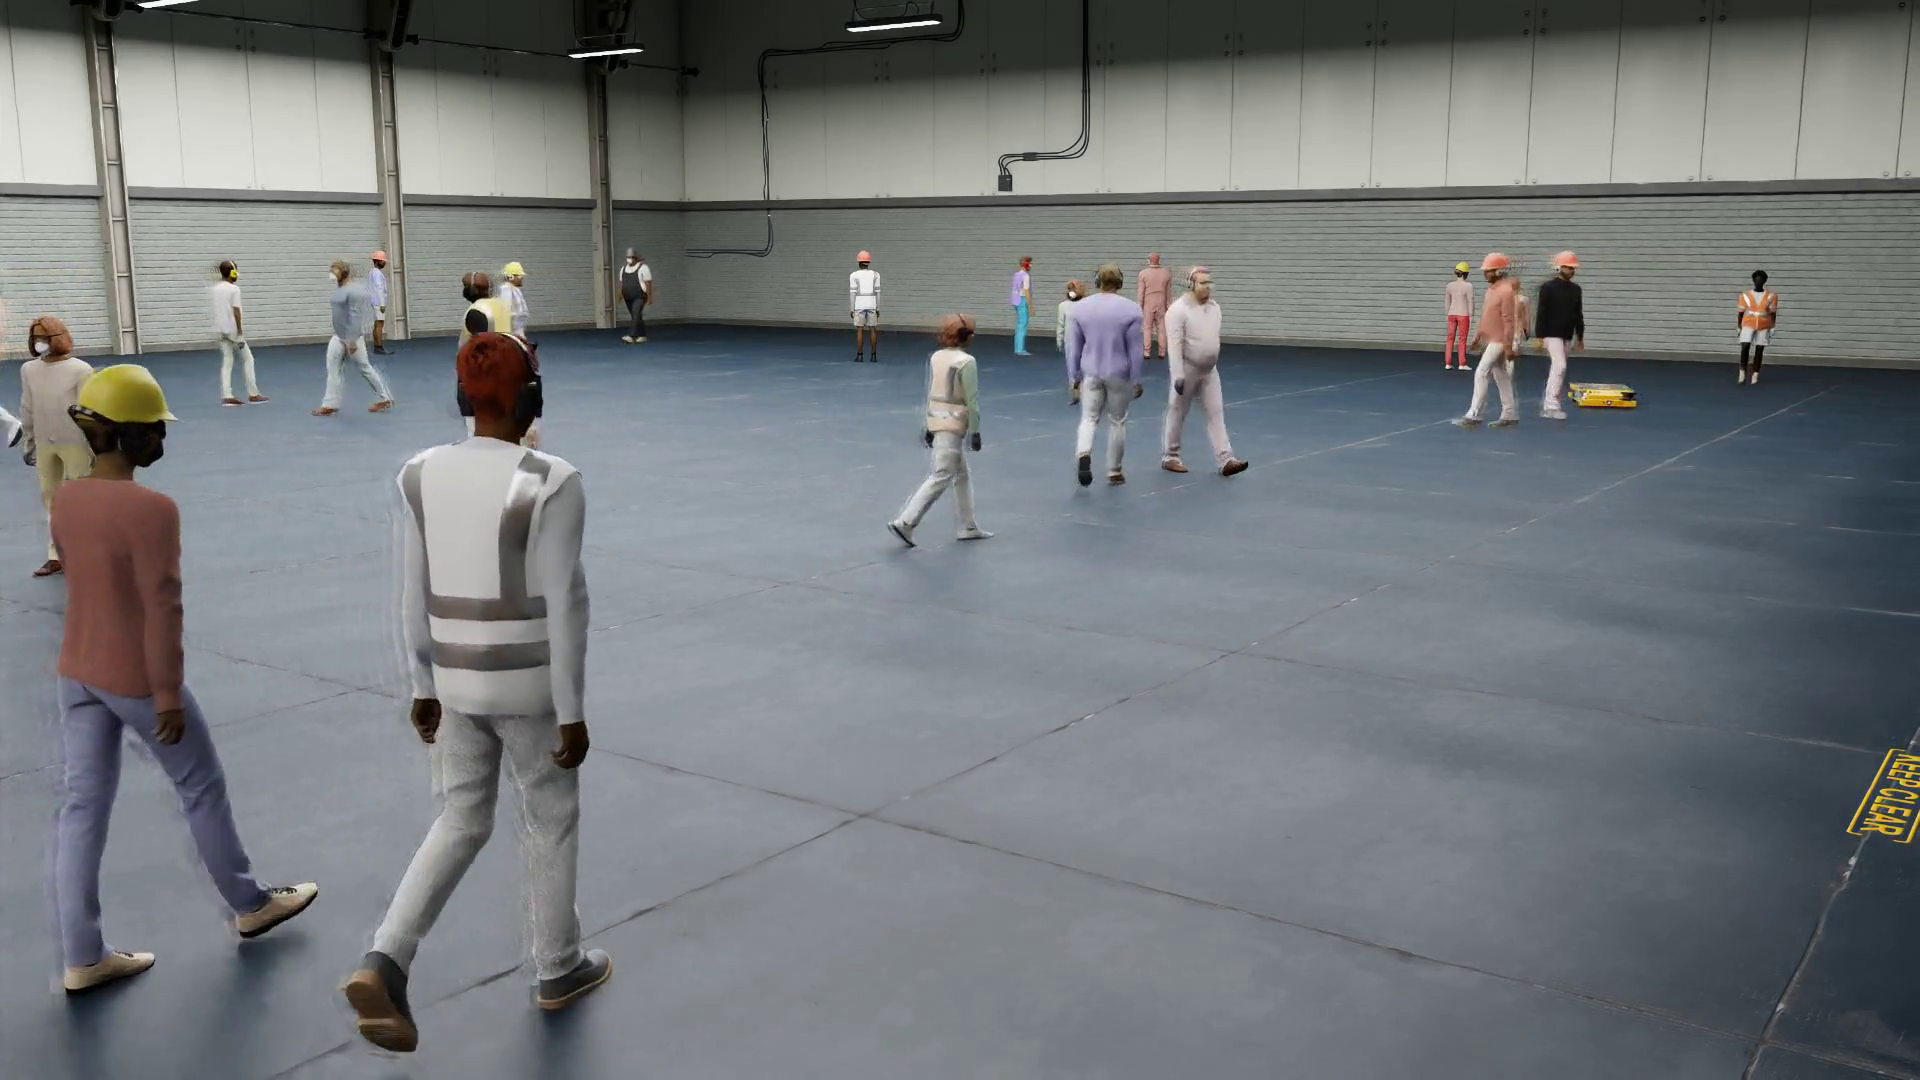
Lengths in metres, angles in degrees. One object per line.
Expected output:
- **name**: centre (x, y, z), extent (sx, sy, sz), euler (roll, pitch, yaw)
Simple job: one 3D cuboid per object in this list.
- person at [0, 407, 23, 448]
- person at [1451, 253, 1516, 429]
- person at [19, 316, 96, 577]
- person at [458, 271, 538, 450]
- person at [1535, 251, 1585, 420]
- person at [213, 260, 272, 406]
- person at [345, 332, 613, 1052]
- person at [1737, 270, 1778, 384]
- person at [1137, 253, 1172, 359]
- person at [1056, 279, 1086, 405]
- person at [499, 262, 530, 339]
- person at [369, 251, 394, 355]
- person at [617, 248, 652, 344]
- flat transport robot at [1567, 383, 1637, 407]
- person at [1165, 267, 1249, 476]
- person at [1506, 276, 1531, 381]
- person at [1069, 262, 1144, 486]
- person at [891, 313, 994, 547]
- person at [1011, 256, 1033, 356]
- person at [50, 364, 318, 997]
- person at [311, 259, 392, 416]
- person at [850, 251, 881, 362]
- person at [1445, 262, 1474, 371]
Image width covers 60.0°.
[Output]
- **person**: centre (-9.645, -1.779, 16.327), extent (0.555, 1.908, 0.589), euler (-2, 10, -10)
- **person**: centre (5.887, -2.216, 18.654), extent (0.894, 1.955, 0.616), euler (1, 10, 4)
- **person**: centre (-5.596, -0.576, 10.356), extent (0.509, 1.631, 0.267), euler (1, 10, 8)
- **person**: centre (-4.439, -1.628, 15.730), extent (0.699, 1.820, 0.633), euler (1, 10, 5)
- **person**: centre (7.122, -2.386, 19.517), extent (0.646, 1.975, 0.672), euler (-5, 11, -28)
- **person**: centre (-9.265, -2.657, 21.396), extent (0.567, 1.849, 0.689), euler (6, 12, 29)
- **person**: centre (-1.243, 0.403, 4.281), extent (0.588, 1.857, 0.787), euler (4, 11, 23)
- **person**: centre (11.711, -3.111, 24.447), extent (0.538, 1.677, 0.630), euler (4, 11, 22)
- **person**: centre (3.481, -4.209, 29.945), extent (0.651, 1.904, 0.403), euler (-3, 10, -14)
- **person**: centre (1.478, -2.534, 21.360), extent (0.519, 1.615, 0.366), euler (4, 11, 23)
- **person**: centre (-6.183, -2.953, 23.159), extent (0.423, 1.819, 0.598), euler (-1, 10, -7)
- **person**: centre (-10.861, -4.439, 31.165), extent (0.374, 1.929, 0.542), euler (-6, 12, -28)
- **person**: centre (-6.811, -5.120, 34.667), extent (0.696, 2.000, 1.037), euler (5, 11, 26)
- **flat transport robot**: centre (8.287, -1.882, 21.489), extent (0.652, 0.197, 1.431), euler (2, 10, 13)
- **person**: centre (2.152, -1.487, 14.821), extent (0.665, 1.852, 0.993), euler (-6, 12, -32)
- **person**: centre (7.970, -3.007, 24.069), extent (0.536, 1.589, 0.885), euler (5, 11, 25)
- **person**: centre (1.228, -1.382, 14.063), extent (0.647, 1.920, 0.762), euler (3, 11, 19)
- **person**: centre (-0.126, -0.755, 11.442), extent (0.804, 1.604, 0.525), euler (-5, 11, -27)
- **person**: centre (1.152, -4.310, 30.727), extent (0.407, 1.834, 0.564), euler (-3, 10, -14)
- **person**: centre (-2.272, 0.368, 4.761), extent (0.552, 1.729, 0.826), euler (5, 11, 27)
- **person**: centre (-7.405, -2.462, 20.212), extent (0.645, 1.896, 1.005), euler (9, 13, 40)
- **person**: centre (-1.663, -4.080, 29.119), extent (0.548, 1.942, 0.343), euler (-3, 11, -16)
- **person**: centre (8.188, -3.657, 27.247), extent (0.315, 1.769, 0.525), euler (-9, 13, -40)
